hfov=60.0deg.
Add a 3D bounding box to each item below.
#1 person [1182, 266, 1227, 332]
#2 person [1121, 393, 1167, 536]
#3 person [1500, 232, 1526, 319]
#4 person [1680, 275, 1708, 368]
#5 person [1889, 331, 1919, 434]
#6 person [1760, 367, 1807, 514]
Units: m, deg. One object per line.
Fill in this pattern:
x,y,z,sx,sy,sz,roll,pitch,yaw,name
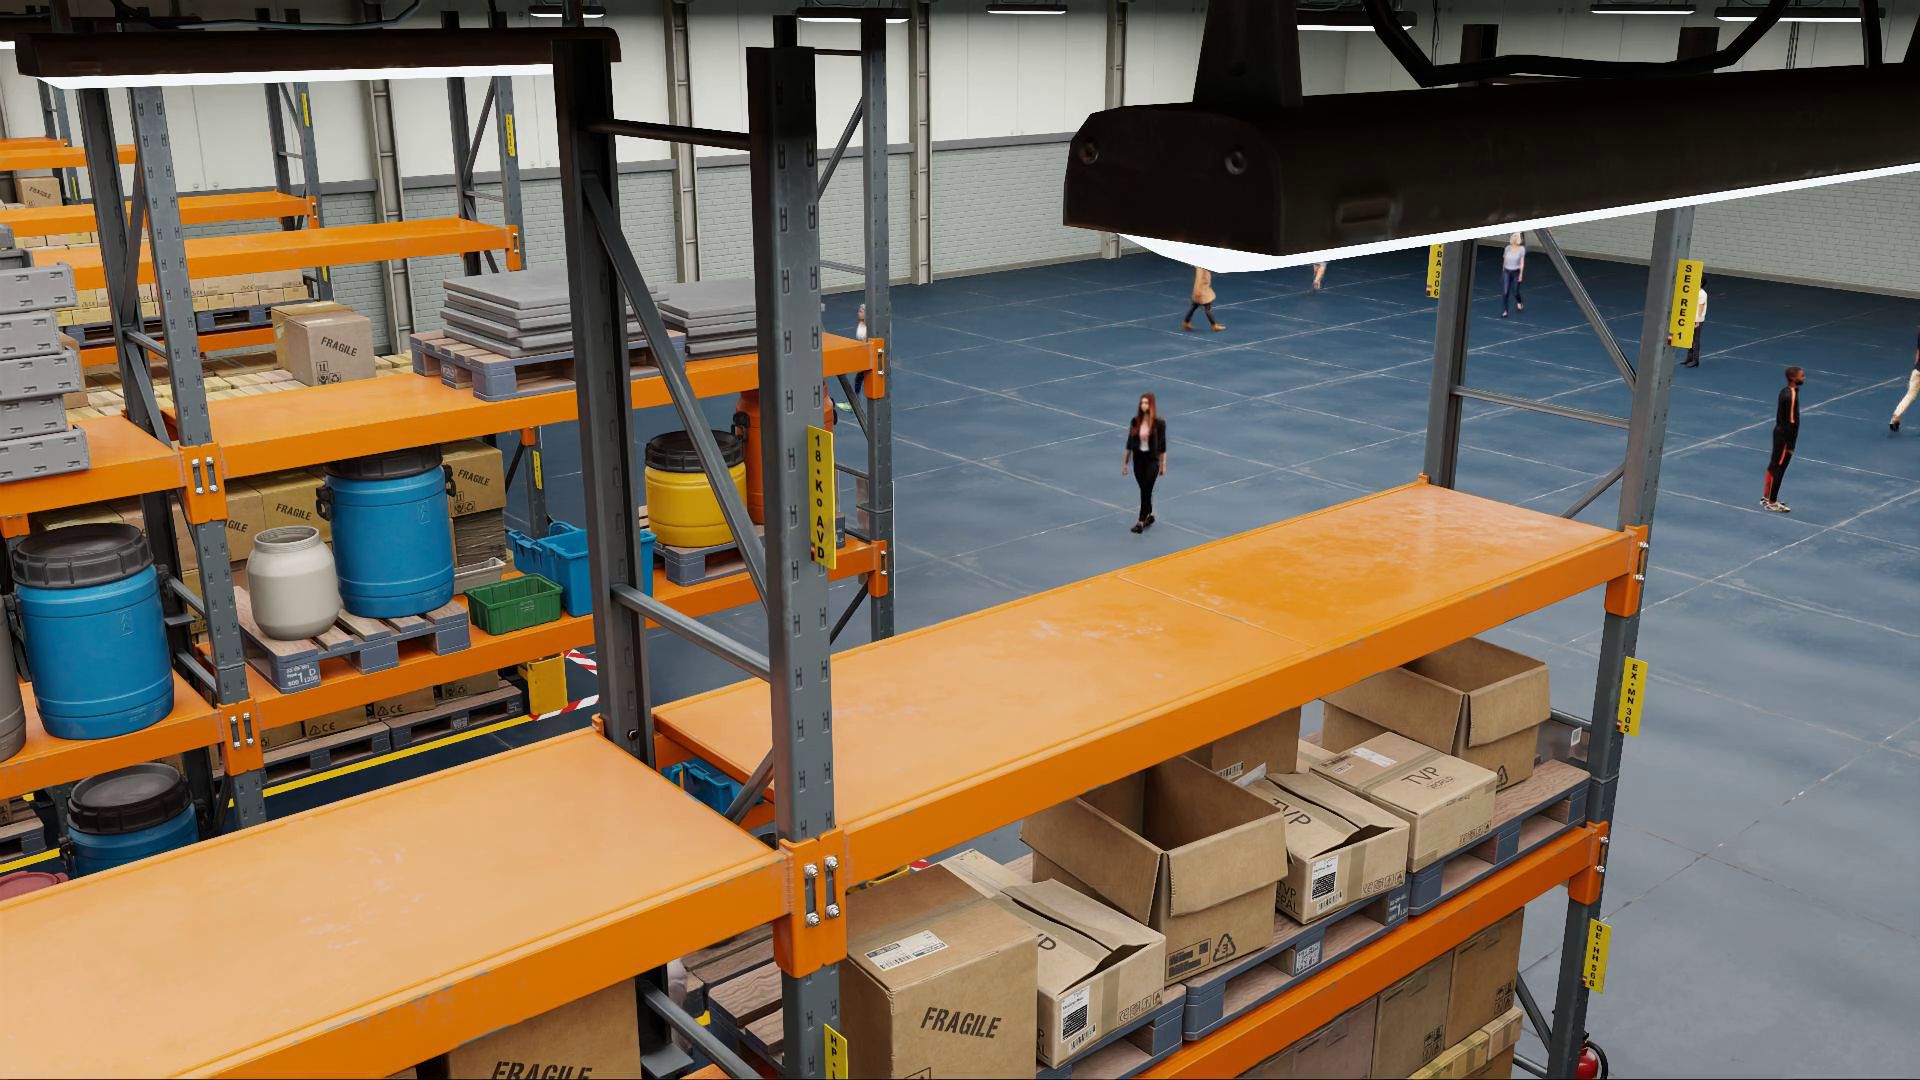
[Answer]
4.531,-4.798,31.696,1.104,1.679,1.145,5,19,16,person
2.258,-0.932,19.826,0.854,1.678,1.135,10,21,29,person
11.056,-5.304,33.205,0.686,1.706,0.936,14,23,37,person
12.728,-3.795,28.771,0.683,1.583,0.646,0,18,0,person
13.943,-2.406,24.124,1.211,1.820,0.815,-9,20,-26,person
10.228,-1.267,20.646,0.762,1.808,0.665,5,19,15,person
